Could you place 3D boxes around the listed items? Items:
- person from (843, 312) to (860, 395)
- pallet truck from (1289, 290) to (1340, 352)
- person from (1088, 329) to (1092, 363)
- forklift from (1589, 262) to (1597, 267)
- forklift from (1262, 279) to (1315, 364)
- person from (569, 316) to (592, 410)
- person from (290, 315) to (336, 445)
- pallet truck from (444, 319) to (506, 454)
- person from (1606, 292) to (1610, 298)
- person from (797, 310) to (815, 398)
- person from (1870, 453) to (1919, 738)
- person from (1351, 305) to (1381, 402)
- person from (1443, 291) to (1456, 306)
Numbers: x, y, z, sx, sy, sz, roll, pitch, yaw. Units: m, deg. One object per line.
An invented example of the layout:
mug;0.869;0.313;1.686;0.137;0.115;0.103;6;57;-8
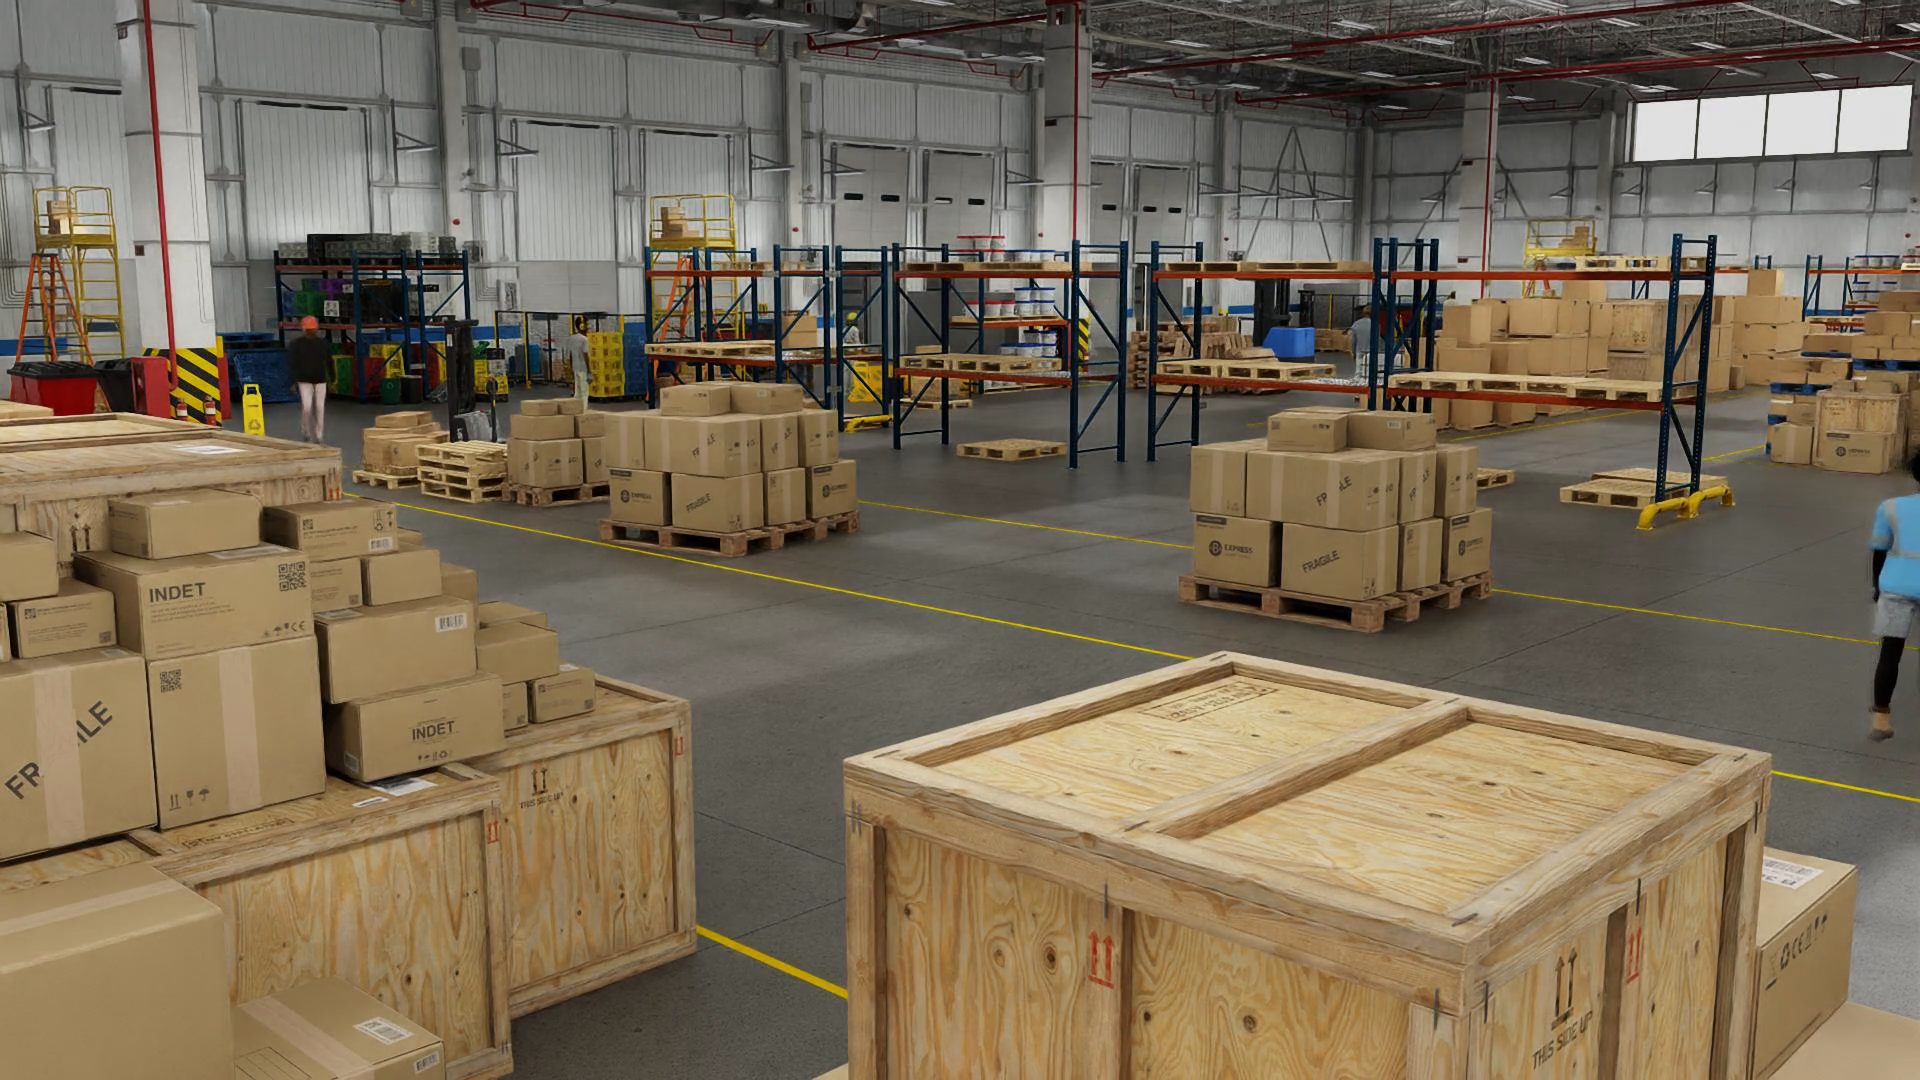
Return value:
person;-2.267;-3.921;35.072;0.323;1.739;0.489;-9;13;-44
pallet truck;11.297;-6.951;52.861;1.885;1.965;0.823;-5;11;-29
person;3.288;-5.640;45.197;0.448;1.870;0.596;-5;11;-30
forklift;17.386;-6.209;45.615;1.873;2.768;1.129;3;10;16
forklift;8.555;-6.090;44.881;1.873;2.768;1.129;9;13;43
person;-6.324;-2.799;27.825;0.323;1.862;0.518;-9;13;-44
person;-9.678;-2.380;24.919;0.638;1.965;0.486;-7;11;-36
pallet truck;-6.981;-1.942;22.150;1.885;1.965;0.823;1;9;9
person;21.128;-7.153;54.370;0.911;1.902;0.579;3;10;20
person;-3.205;-3.809;34.198;0.532;1.799;0.922;0;9;0
person;5.468;0.293;9.488;0.543;1.651;0.881;8;12;42
person;8.080;-3.700;33.111;0.366;1.938;0.630;-9;13;-44
person;16.032;-7.141;54.208;0.366;1.938;0.630;-9;13;-44
